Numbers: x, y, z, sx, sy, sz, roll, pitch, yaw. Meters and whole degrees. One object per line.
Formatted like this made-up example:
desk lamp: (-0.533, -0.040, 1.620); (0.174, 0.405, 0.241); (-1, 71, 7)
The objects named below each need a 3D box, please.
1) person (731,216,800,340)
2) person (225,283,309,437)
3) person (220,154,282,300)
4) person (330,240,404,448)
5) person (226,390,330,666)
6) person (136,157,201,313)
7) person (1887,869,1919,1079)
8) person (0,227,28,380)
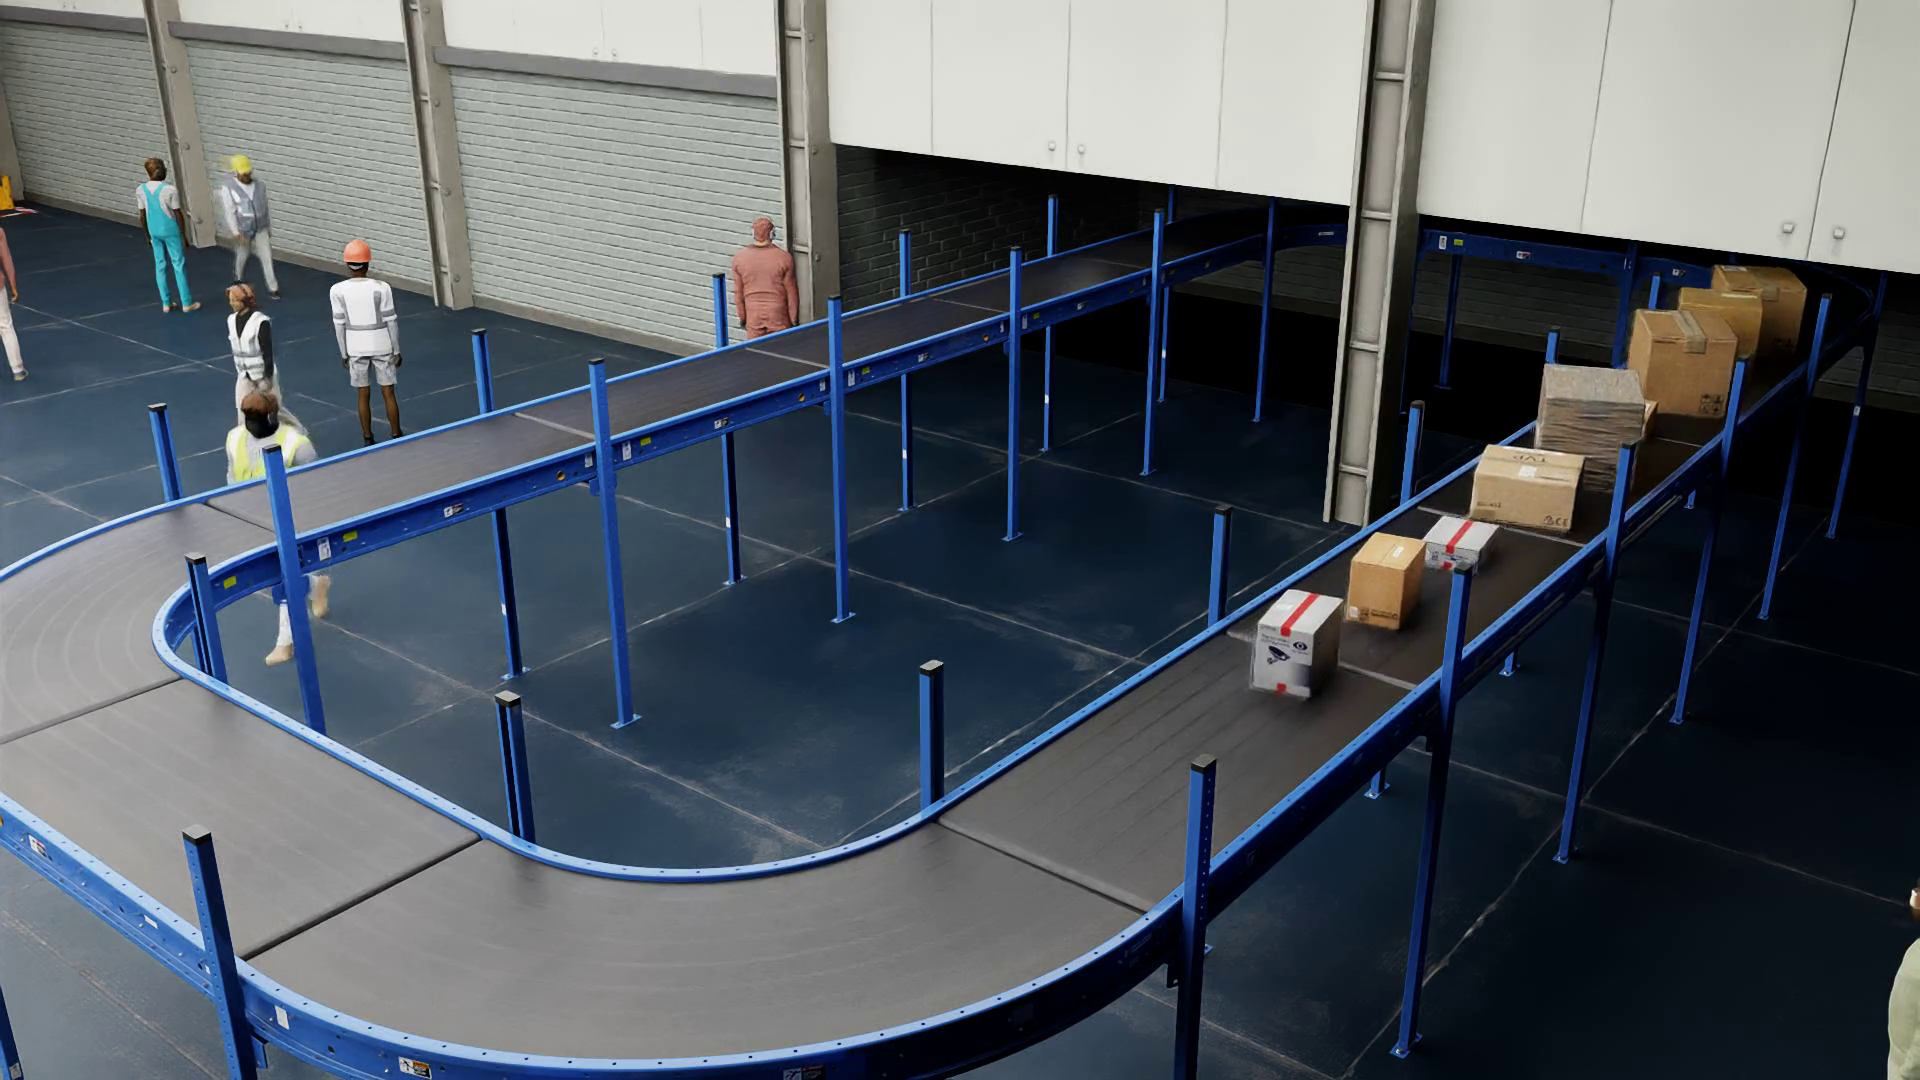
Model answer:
person: (-1.857, -2.185, 16.141); (0.643, 1.908, 0.411); (3, 22, 8)
person: (-6.220, -1.480, 14.739); (0.527, 1.616, 0.708); (9, 23, 21)
person: (-8.854, -3.912, 20.688); (0.582, 1.798, 0.868); (-19, 28, -40)
person: (-5.293, -1.722, 14.920); (0.543, 1.939, 0.362); (-3, 22, -8)
person: (-4.521, -0.148, 11.087); (0.631, 1.824, 0.777); (6, 22, 16)
person: (-9.524, -3.645, 19.936); (0.505, 1.842, 0.347); (1, 22, 2)
person: (3.525, 1.894, 6.147); (0.268, 1.631, 0.509); (14, 26, 32)
person: (-10.049, -2.607, 17.124); (0.636, 1.981, 0.432); (-14, 26, -32)
